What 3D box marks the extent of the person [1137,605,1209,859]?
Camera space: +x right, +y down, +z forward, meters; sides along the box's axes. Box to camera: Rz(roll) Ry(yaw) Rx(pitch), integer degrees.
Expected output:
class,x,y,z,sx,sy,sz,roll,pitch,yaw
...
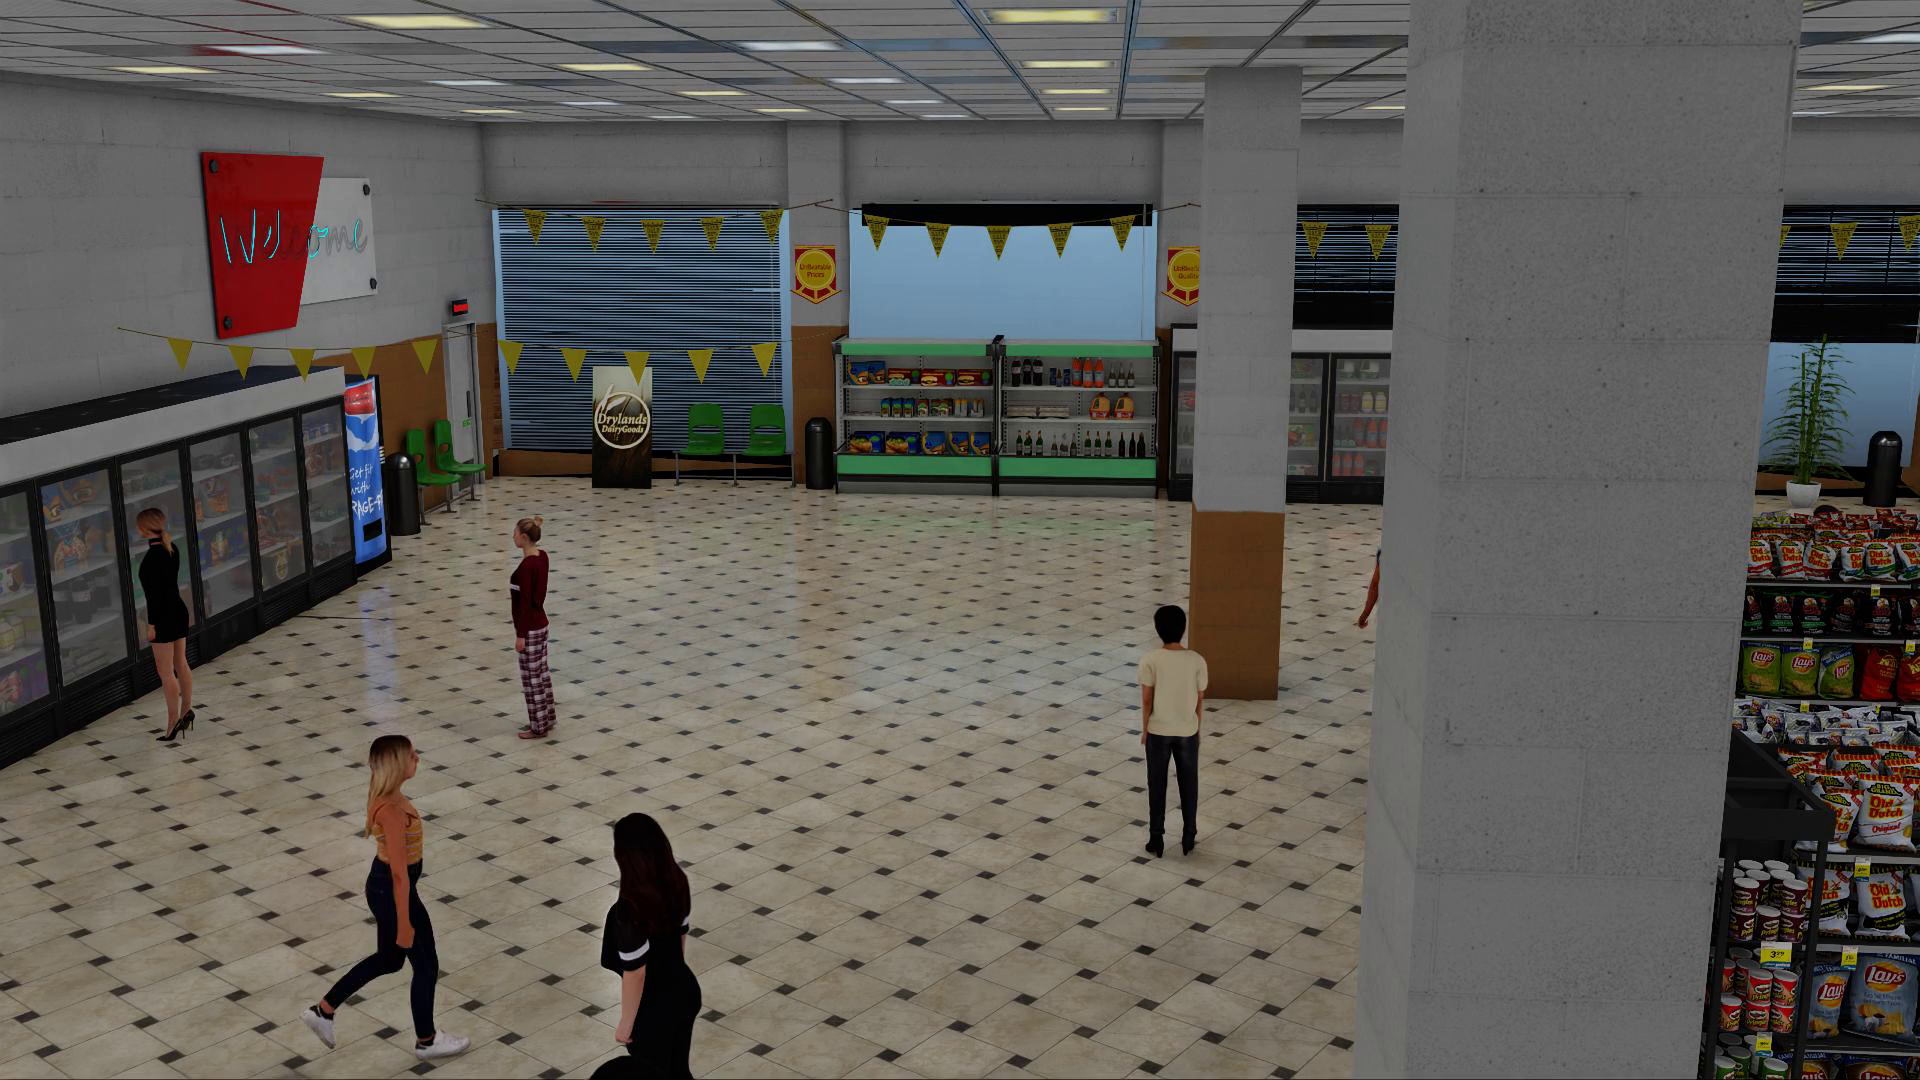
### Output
class,x,y,z,sx,sy,sz,roll,pitch,yaw
person,1.314,1.186,10.295,0.460,1.590,0.680,-1,12,-3

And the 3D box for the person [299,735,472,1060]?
class,x,y,z,sx,sy,sz,roll,pitch,yaw
person,-2.715,1.707,7.764,1.061,1.612,0.871,-5,13,-22

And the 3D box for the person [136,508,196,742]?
class,x,y,z,sx,sy,sz,roll,pitch,yaw
person,-5.991,0.623,12.535,0.539,1.768,0.587,0,12,-1

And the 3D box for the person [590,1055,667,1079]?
class,x,y,z,sx,sy,sz,roll,pitch,yaw
person,-0.914,2.278,4.733,0.561,1.743,0.615,-1,12,-6

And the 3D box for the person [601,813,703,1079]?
class,x,y,z,sx,sy,sz,roll,pitch,yaw
person,-1.241,1.893,6.820,0.687,1.637,0.679,5,13,23

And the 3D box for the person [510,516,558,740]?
class,x,y,z,sx,sy,sz,roll,pitch,yaw
person,-3.239,0.650,12.575,0.513,1.698,0.629,0,12,1
